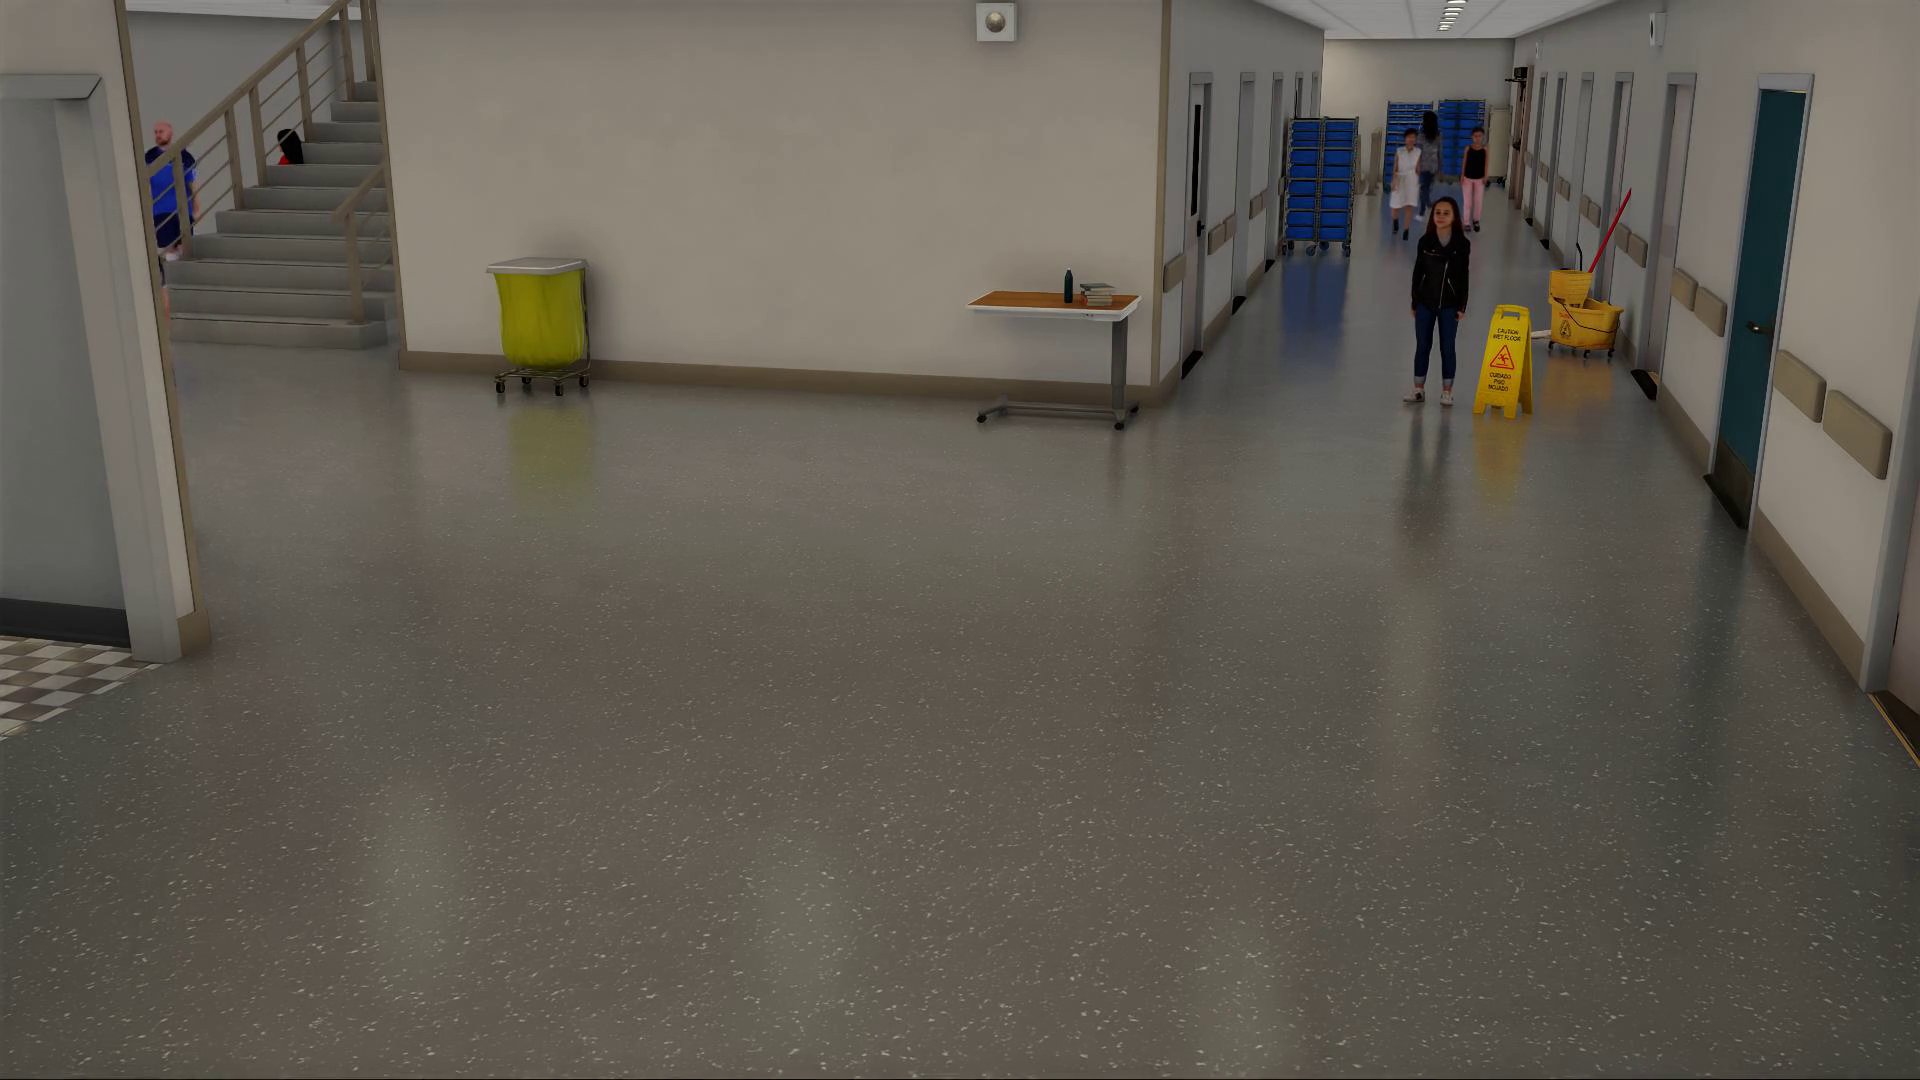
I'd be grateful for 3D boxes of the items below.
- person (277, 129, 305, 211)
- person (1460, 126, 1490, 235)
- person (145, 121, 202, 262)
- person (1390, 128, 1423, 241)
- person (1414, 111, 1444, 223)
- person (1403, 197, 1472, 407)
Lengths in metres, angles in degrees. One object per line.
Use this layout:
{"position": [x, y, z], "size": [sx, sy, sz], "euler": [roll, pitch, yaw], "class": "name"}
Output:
{"position": [-6.895, -3.382, 17.306], "size": [0.691, 1.749, 0.566], "euler": [3, 16, 9], "class": "person"}
{"position": [7.505, -5.247, 24.301], "size": [0.532, 1.543, 0.584], "euler": [5, 16, 16], "class": "person"}
{"position": [-8.048, -3.361, 17.085], "size": [0.759, 1.828, 0.852], "euler": [1, 16, 2], "class": "person"}
{"position": [6.287, -5.030, 23.550], "size": [0.593, 1.532, 0.957], "euler": [3, 16, 9], "class": "person"}
{"position": [7.276, -5.757, 25.812], "size": [0.920, 1.704, 1.209], "euler": [-2, 16, -8], "class": "person"}
{"position": [3.408, -1.699, 11.829], "size": [0.604, 1.481, 0.574], "euler": [9, 18, 30], "class": "person"}
